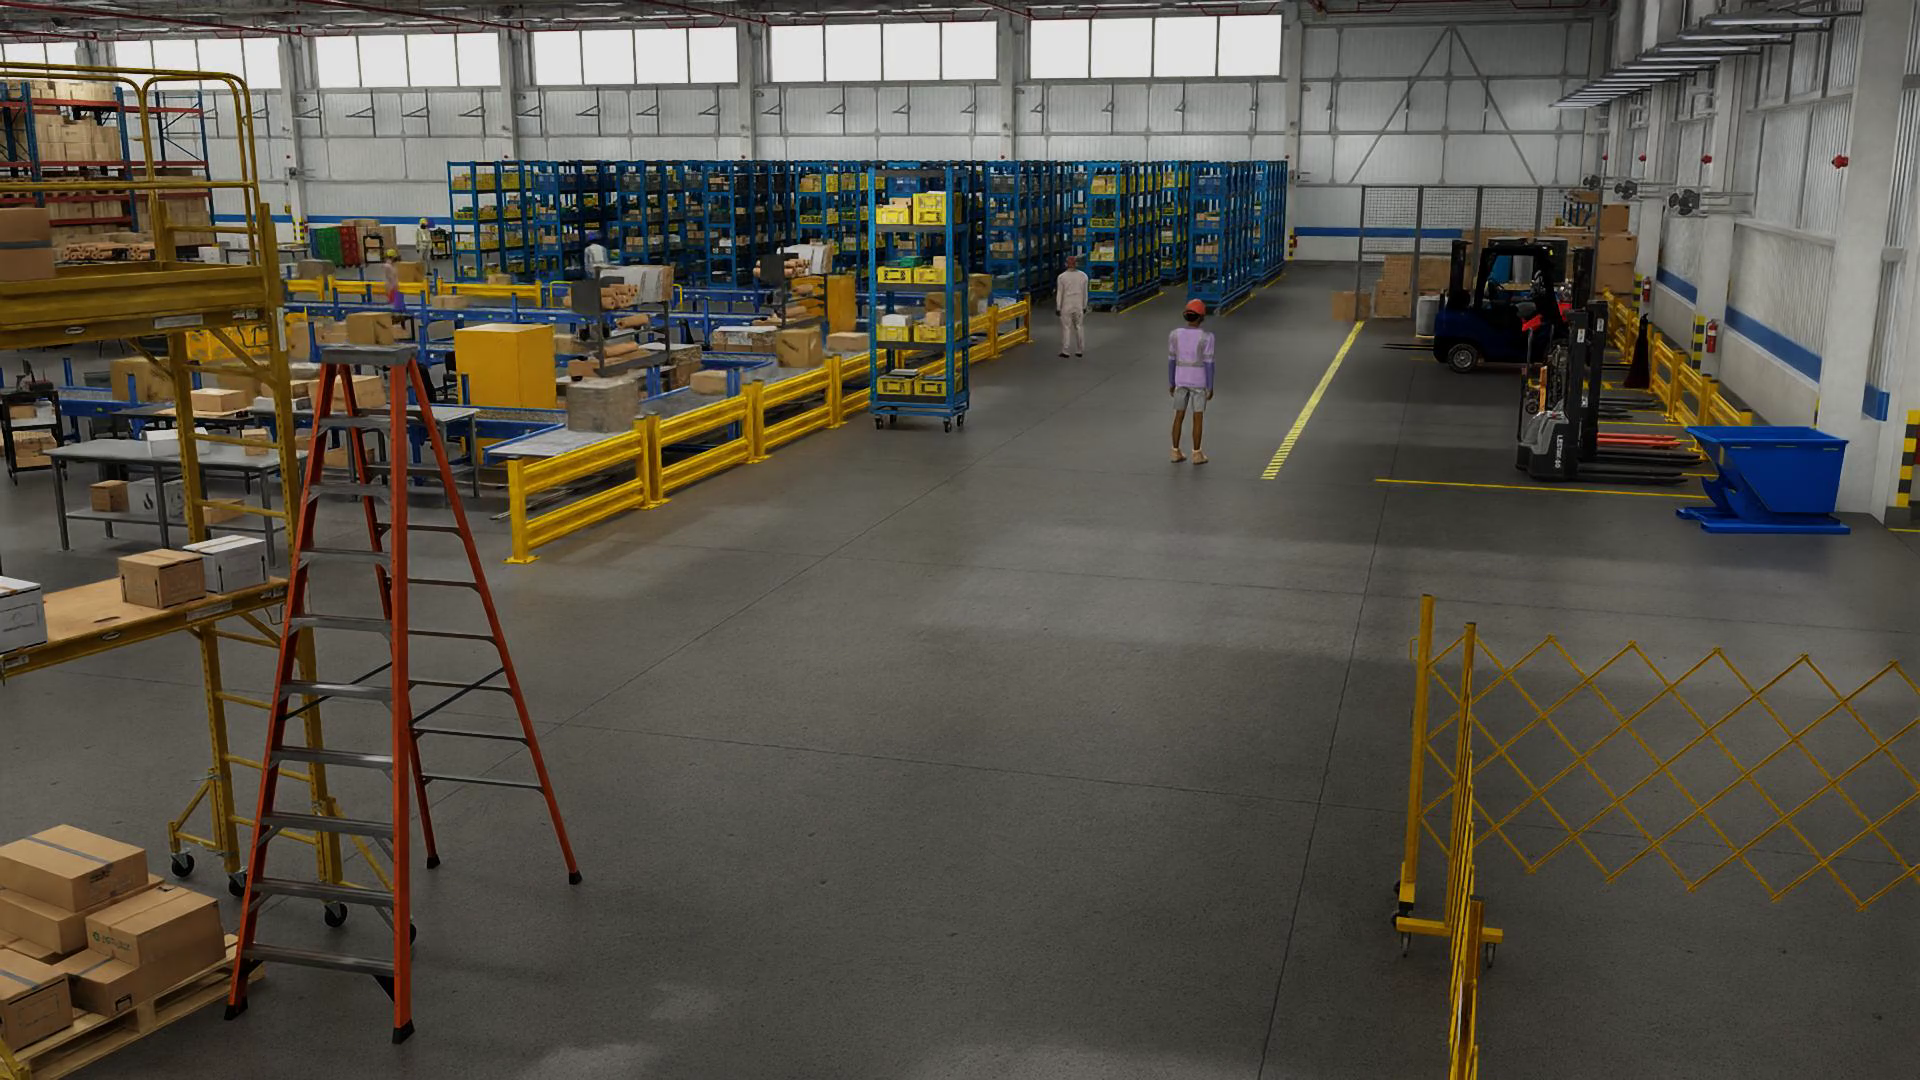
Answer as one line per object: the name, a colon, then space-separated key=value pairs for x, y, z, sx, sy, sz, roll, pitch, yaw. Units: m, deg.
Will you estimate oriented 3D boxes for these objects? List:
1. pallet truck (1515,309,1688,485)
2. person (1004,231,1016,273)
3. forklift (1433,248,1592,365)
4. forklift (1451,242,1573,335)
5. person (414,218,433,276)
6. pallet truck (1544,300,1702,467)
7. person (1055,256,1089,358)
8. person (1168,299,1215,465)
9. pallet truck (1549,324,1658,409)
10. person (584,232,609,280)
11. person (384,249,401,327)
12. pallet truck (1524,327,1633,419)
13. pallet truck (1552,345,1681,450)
pallet truck: x=7.554 y=-1.677 z=19.446 sx=1.885 sy=1.965 sz=0.823 roll=3 pitch=13 yaw=14
person: x=1.521 y=-8.376 z=48.748 sx=0.533 sy=1.826 sz=0.587 roll=11 pitch=17 yaw=39
forklift: x=9.780 y=-4.111 z=29.280 sx=2.680 sy=1.987 sz=1.157 roll=3 pitch=13 yaw=14
forklift: x=10.464 y=-4.597 z=31.405 sx=2.680 sy=1.987 sz=1.157 roll=4 pitch=14 yaw=16
person: x=-16.919 y=-9.246 z=52.523 sx=0.404 sy=1.826 sz=0.591 roll=9 pitch=16 yaw=35
pallet truck: x=8.263 y=-1.952 z=20.631 sx=1.885 sy=1.965 sz=0.823 roll=5 pitch=14 yaw=20
person: x=2.097 y=-4.397 z=31.406 sx=0.639 sy=1.902 sz=0.407 roll=-5 pitch=14 yaw=-20
person: x=2.862 y=-1.947 z=20.539 sx=0.608 sy=2.034 sz=0.406 roll=8 pitch=15 yaw=31
pallet truck: x=9.824 y=-2.669 z=25.407 sx=1.601 sy=1.201 sz=0.680 roll=4 pitch=14 yaw=16
person: x=-8.904 y=-6.625 z=41.034 sx=0.886 sy=1.912 sz=0.608 roll=11 pitch=17 yaw=39
person: x=-12.478 y=-5.509 z=36.514 sx=0.427 sy=1.751 sz=0.551 roll=1 pitch=13 yaw=5
pallet truck: x=9.065 y=-2.460 z=24.370 sx=1.522 sy=1.261 sz=0.704 roll=3 pitch=13 yaw=14
pallet truck: x=8.641 y=-1.896 z=21.908 sx=1.630 sy=1.274 sz=0.653 roll=4 pitch=14 yaw=16
